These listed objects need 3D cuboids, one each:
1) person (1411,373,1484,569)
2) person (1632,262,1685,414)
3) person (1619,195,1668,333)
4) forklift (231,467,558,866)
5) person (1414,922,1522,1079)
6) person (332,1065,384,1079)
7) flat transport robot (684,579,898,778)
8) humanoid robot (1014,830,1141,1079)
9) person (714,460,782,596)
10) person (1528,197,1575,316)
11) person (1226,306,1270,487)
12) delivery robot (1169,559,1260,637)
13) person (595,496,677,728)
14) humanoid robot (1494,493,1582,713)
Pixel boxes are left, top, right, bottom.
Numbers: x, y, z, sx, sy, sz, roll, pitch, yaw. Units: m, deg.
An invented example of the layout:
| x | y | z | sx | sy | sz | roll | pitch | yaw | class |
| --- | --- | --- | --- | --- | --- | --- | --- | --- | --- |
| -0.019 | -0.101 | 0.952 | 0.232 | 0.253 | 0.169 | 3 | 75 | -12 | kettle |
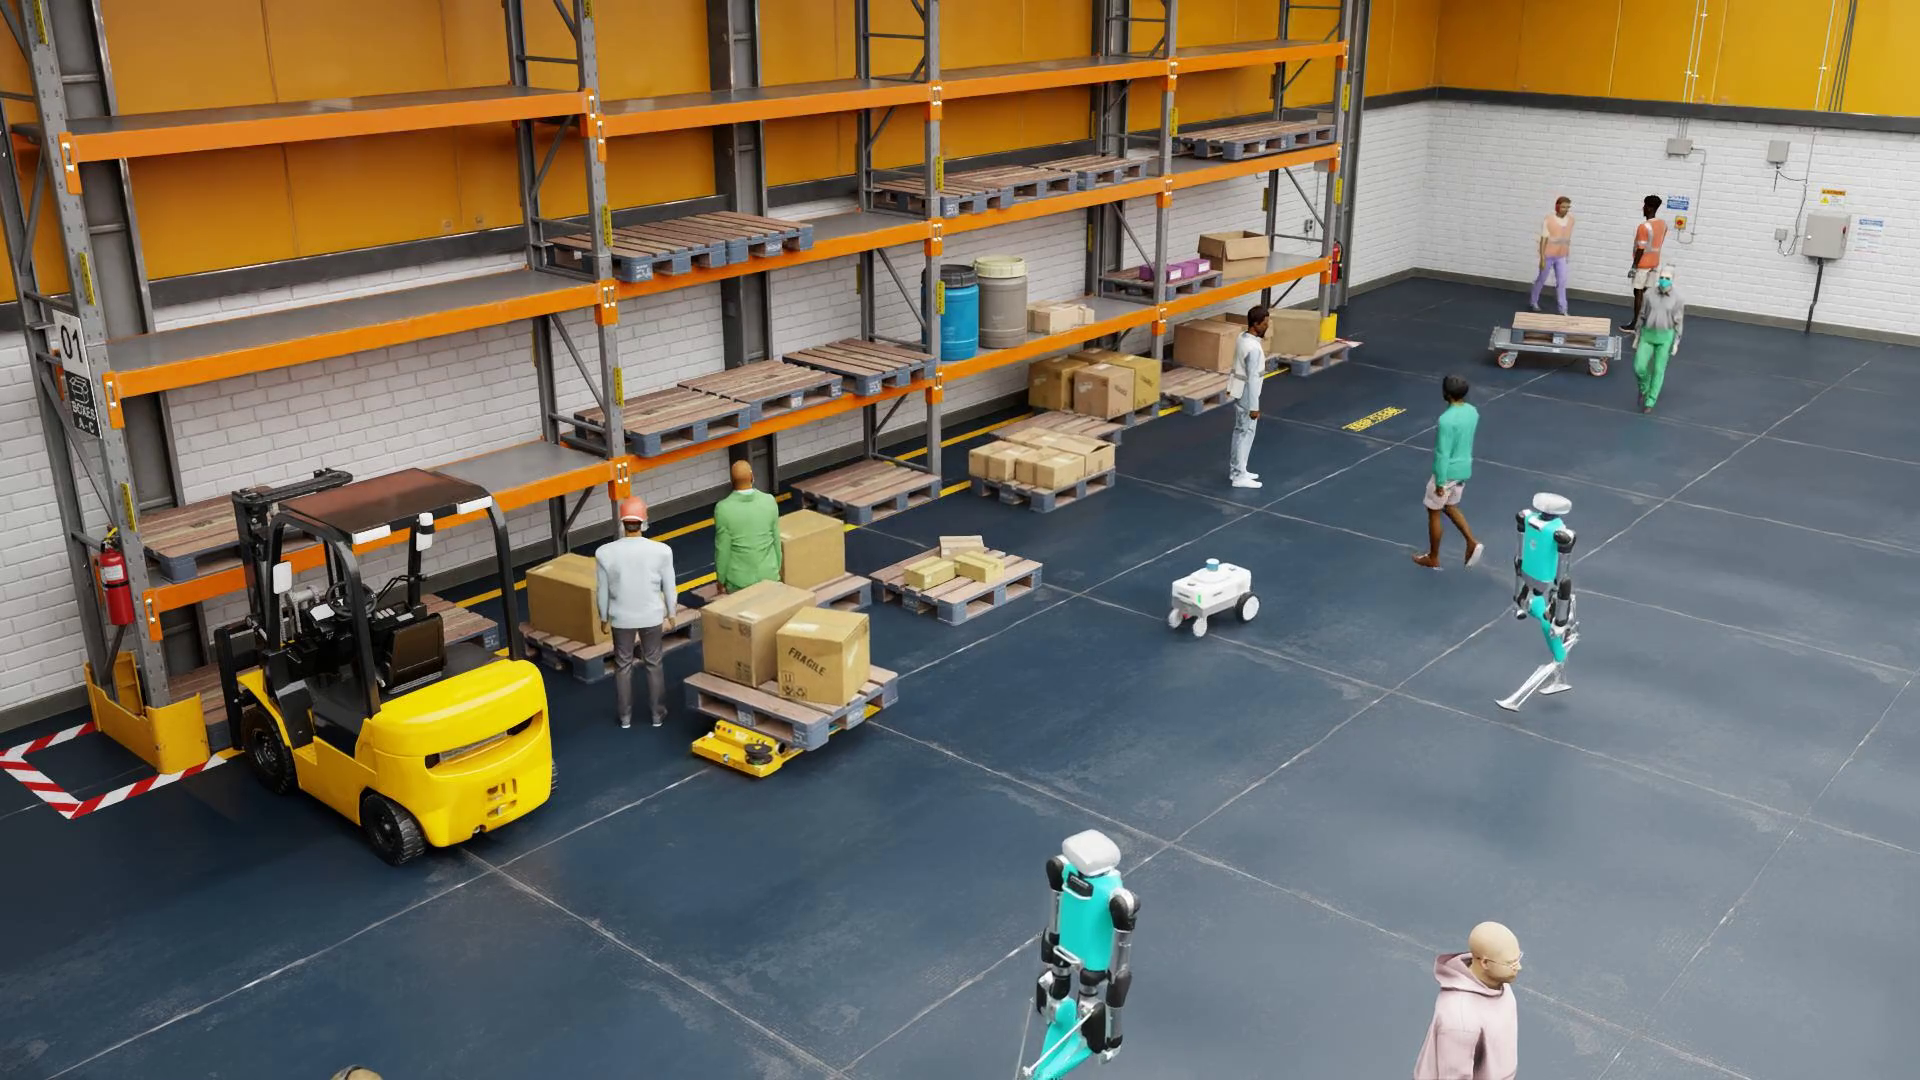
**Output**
| x | y | z | sx | sy | sz | roll | pitch | yaw | class |
| --- | --- | --- | --- | --- | --- | --- | --- | --- | --- |
| 4.425 | -0.589 | 14.892 | 0.508 | 1.831 | 0.555 | -15 | 25 | -35 | person |
| 8.310 | -2.410 | 19.822 | 0.541 | 1.830 | 0.429 | 12 | 23 | 29 | person |
| 9.800 | -3.951 | 23.809 | 0.602 | 1.966 | 0.367 | -14 | 25 | -34 | person |
| -3.730 | 0.710 | 10.856 | 2.313 | 2.155 | 1.214 | 17 | 26 | 38 | forklift |
| 2.100 | 2.361 | 6.985 | 0.408 | 1.777 | 0.519 | 13 | 24 | 31 | person |
| -2.029 | 2.685 | 5.868 | 0.373 | 1.940 | 0.629 | 5 | 21 | 13 | person |
| -1.214 | 1.288 | 12.060 | 0.659 | 0.231 | 1.431 | 14 | 24 | 33 | flat transport robot |
| 0.423 | 2.189 | 7.514 | 1.003 | 1.739 | 0.535 | -15 | 25 | -36 | humanoid robot |
| -1.610 | 0.255 | 12.678 | 0.539 | 1.782 | 0.388 | -9 | 22 | -24 | person |
| 8.870 | -4.227 | 24.811 | 0.604 | 1.792 | 0.962 | -5 | 21 | -14 | person |
| 2.976 | -1.479 | 17.202 | 0.410 | 1.907 | 0.596 | -1 | 20 | -3 | person |
| 2.112 | 0.455 | 13.919 | 0.806 | 0.604 | 0.499 | -17 | 26 | -39 | delivery robot |
| -2.325 | 0.524 | 12.007 | 0.576 | 1.737 | 0.352 | -4 | 21 | -10 | person |
| 4.371 | 0.463 | 12.177 | 1.015 | 1.733 | 0.548 | -8 | 22 | -21 | humanoid robot |
